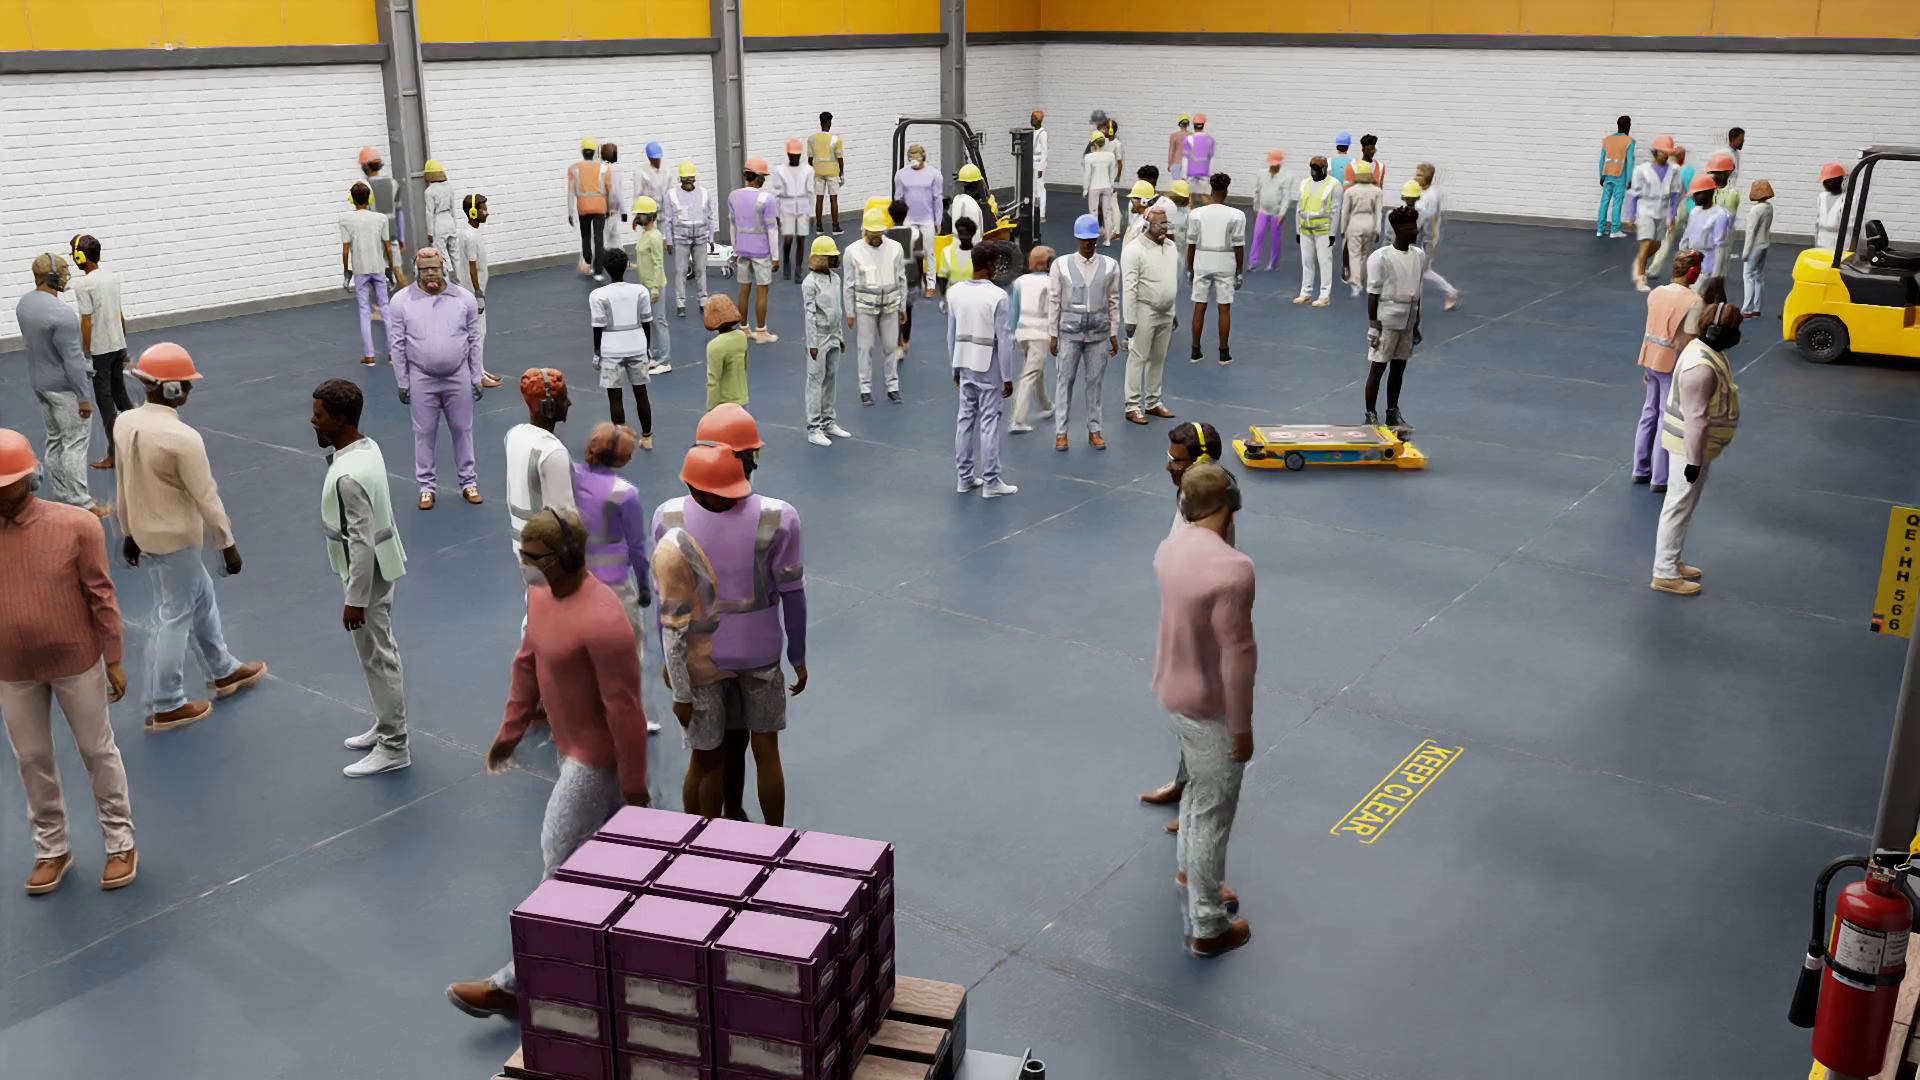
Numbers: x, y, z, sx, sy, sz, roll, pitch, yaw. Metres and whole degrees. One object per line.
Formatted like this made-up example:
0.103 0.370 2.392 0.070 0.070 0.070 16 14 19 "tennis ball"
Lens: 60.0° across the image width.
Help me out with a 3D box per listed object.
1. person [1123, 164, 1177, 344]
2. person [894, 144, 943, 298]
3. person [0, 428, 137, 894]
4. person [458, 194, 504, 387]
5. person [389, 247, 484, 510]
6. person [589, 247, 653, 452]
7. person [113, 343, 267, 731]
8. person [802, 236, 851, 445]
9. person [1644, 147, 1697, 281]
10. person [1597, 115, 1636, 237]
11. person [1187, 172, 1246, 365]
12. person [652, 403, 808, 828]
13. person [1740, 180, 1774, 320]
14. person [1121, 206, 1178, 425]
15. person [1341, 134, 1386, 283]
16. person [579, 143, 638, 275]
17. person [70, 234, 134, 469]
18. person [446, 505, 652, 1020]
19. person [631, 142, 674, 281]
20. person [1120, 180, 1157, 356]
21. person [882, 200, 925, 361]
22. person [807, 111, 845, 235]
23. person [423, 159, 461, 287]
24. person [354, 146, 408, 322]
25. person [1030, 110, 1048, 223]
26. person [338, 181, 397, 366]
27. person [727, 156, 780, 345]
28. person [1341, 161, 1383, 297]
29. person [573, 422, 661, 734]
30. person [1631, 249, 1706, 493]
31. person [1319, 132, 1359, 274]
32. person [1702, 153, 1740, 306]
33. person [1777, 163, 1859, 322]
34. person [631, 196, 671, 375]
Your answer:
2.048 -3.071 18.003 0.617 1.957 0.376 15 23 39 "person"
-0.525 -4.039 21.079 0.635 1.929 0.383 4 18 12 "person"
-3.739 0.501 6.787 0.624 1.984 0.413 -4 18 -13 "person"
-4.652 -2.401 16.065 0.324 1.861 0.510 -6 19 -18 "person"
-3.801 -1.178 12.160 0.643 1.908 0.410 -8 19 -22 "person"
-2.762 -1.536 13.612 0.540 1.698 0.317 -12 21 -33 "person"
-3.896 -0.044 8.517 0.652 1.958 0.867 12 21 33 "person"
-1.128 -1.683 14.001 0.294 1.744 0.487 9 20 26 "person"
9.659 -4.354 22.306 0.828 1.772 0.630 15 23 38 "person"
10.520 -5.832 26.697 0.375 1.916 0.592 -11 21 -31 "person"
2.624 -2.786 17.109 0.607 1.957 0.375 6 19 19 "person"
-0.932 0.442 6.874 0.615 2.039 0.387 0 18 1 "person"
9.390 -3.425 19.644 0.505 1.628 0.278 -16 24 -40 "person"
1.706 -1.988 14.691 0.655 1.906 0.407 -16 23 -40 "person"
5.379 -4.416 22.189 0.609 1.964 0.367 -6 19 -17 "person"
-4.929 -4.577 22.997 0.965 1.791 0.625 -13 22 -35 "person"
-6.816 -1.492 13.230 0.334 1.857 0.529 2 18 7 "person"
-1.467 0.796 6.007 1.007 1.891 0.643 -10 20 -28 "person"
-4.029 -4.287 21.926 0.718 1.901 0.662 14 23 38 "person"
1.899 -2.854 17.518 0.403 1.835 0.587 -1 18 -4 "person"
-0.630 -2.713 17.391 0.532 1.646 0.910 -2 18 -7 "person"
-2.164 -5.940 26.955 0.616 1.964 0.361 4 18 11 "person"
-6.573 -3.928 21.046 0.321 1.737 0.489 10 20 27 "person"
-6.734 -3.534 19.326 0.482 2.040 0.636 12 21 33 "person"
1.314 -6.402 28.536 0.355 1.884 0.576 -6 19 -18 "person"
-6.068 -2.729 17.070 0.528 1.869 0.313 -9 20 -27 "person"
-2.220 -3.145 18.115 0.613 2.033 0.411 10 20 29 "person"
5.121 -3.970 21.247 0.494 1.693 0.914 2 18 5 "person"
-1.790 0.197 8.340 0.609 1.615 0.331 7 19 22 "person"
5.347 -1.272 12.571 0.394 1.836 0.560 -4 18 -13 "person"
5.179 -4.571 22.705 0.601 1.948 0.386 3 18 8 "person"
8.344 -3.254 18.456 0.416 2.034 0.602 -1 18 -2 "person"
9.993 -3.371 19.092 1.013 1.863 0.631 -7 19 -20 "person"
-3.102 -2.548 16.672 0.309 1.769 0.525 -8 20 -25 "person"
